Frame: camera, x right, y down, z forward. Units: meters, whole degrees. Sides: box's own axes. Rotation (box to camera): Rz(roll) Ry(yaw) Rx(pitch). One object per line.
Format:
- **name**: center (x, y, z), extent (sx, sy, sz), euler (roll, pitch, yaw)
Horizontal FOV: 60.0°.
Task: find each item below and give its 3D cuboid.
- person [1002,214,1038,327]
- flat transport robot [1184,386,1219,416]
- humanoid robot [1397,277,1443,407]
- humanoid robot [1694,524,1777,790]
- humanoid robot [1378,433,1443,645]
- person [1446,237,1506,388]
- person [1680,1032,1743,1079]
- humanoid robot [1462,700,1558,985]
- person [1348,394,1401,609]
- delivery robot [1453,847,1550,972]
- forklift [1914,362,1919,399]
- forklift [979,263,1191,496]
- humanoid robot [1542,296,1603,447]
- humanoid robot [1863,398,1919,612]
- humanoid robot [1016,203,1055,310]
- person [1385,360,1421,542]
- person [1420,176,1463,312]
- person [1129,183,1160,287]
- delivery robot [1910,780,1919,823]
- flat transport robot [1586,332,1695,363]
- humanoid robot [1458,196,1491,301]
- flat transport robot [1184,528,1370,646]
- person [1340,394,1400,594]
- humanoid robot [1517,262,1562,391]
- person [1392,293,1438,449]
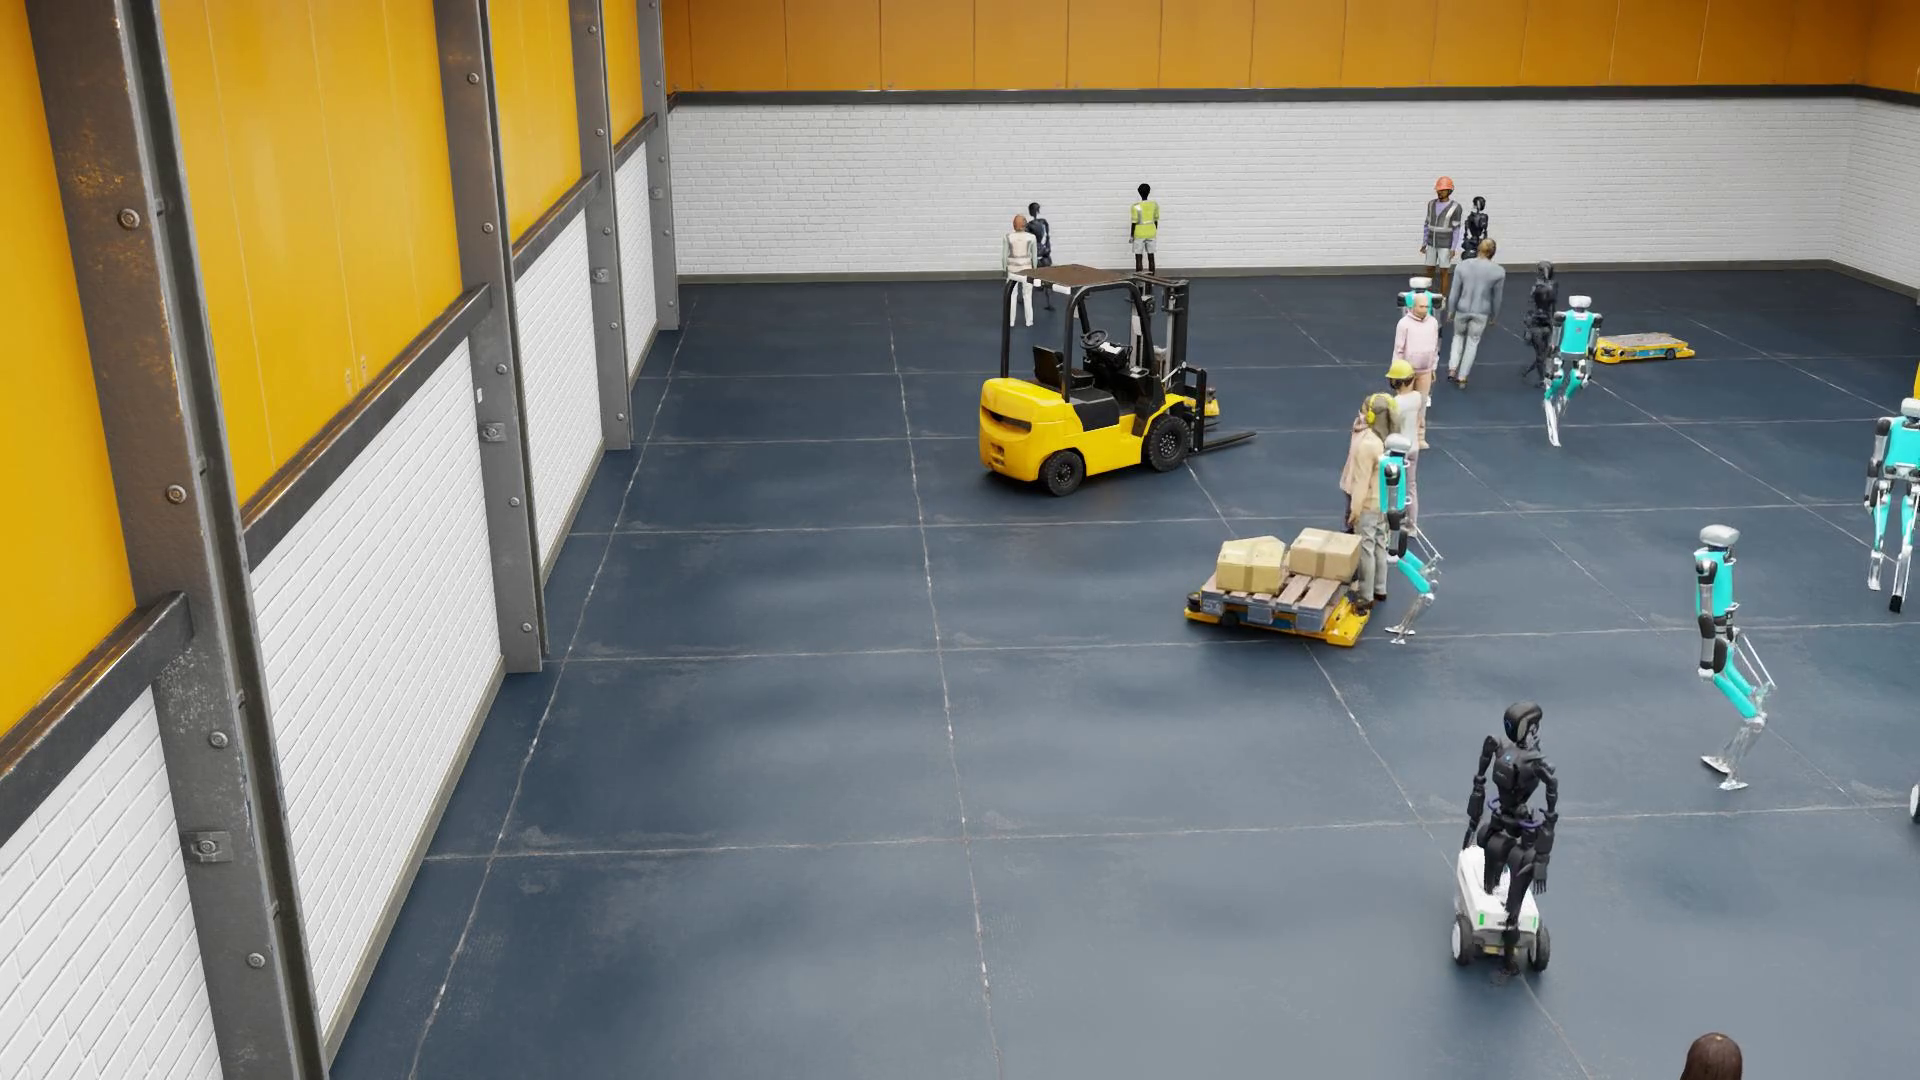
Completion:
- **person**: center (0.874, -3.938, 24.366), extent (0.522, 1.636, 0.309), euler (0, 20, 0)
- **flat transport robot**: center (2.410, -1.690, 20.233), extent (1.431, 0.231, 0.659), euler (1, 20, 3)
- **humanoid robot**: center (5.547, -2.326, 19.913), extent (0.558, 1.766, 1.033), euler (11, 23, 27)
- **humanoid robot**: center (5.305, 0.818, 11.278), extent (0.813, 1.784, 0.591), euler (14, 24, 32)
- **humanoid robot**: center (3.678, 0.012, 13.452), extent (0.699, 1.766, 0.534), euler (4, 21, 12)
- **person**: center (6.534, -2.880, 21.091), extent (0.651, 1.915, 0.462), euler (8, 22, 22)
- **person**: center (2.709, 2.645, 6.253), extent (0.470, 1.764, 0.365), euler (12, 23, 30)
- **humanoid robot**: center (3.035, 1.636, 9.145), extent (0.342, 1.648, 0.589), euler (-12, 24, -30)
- **person**: center (3.532, -0.330, 14.214), extent (0.390, 1.870, 0.561), euler (16, 26, 37)
- **delivery robot**: center (3.070, 2.093, 9.525), extent (0.499, 0.604, 0.806), euler (2, 20, 6)
- **forklift**: center (12.602, -2.435, 19.475), extent (2.313, 2.155, 1.214), euler (-1, 20, -4)
- **forklift**: center (1.315, -1.764, 17.646), extent (2.313, 2.155, 1.214), euler (-14, 24, -33)
- **humanoid robot**: center (6.806, -1.900, 18.787), extent (0.544, 1.859, 0.831), euler (2, 20, 4)
- **humanoid robot**: center (8.061, -0.265, 14.251), extent (0.541, 1.787, 0.913), euler (8, 22, 21)
- **humanoid robot**: center (1.164, -4.369, 25.528), extent (0.604, 1.618, 0.749), euler (-19, 27, -41)
- **person**: center (4.155, -0.844, 15.780), extent (0.533, 1.755, 0.380), euler (-17, 26, -38)
- **person**: center (7.298, -4.507, 25.336), extent (0.374, 2.045, 0.604), euler (-16, 26, -38)
- **person**: center (2.984, -4.932, 26.988), extent (0.531, 1.696, 0.322), euler (-8, 22, -22)
- **delivery robot**: center (6.399, 1.698, 10.574), extent (0.499, 0.587, 0.769), euler (8, 21, 20)
- **flat transport robot**: center (9.260, -2.628, 22.787), extent (1.431, 0.231, 0.659), euler (-6, 21, -16)
- **humanoid robot**: center (8.004, -4.494, 25.816), extent (0.596, 1.650, 0.369), euler (-14, 25, -34)
- **flat transport robot**: center (2.675, 0.587, 14.029), extent (1.431, 0.231, 0.659), euler (9, 22, 24)
- **person**: center (3.529, -0.428, 14.545), extent (0.427, 1.828, 0.857), euler (2, 20, 5)
- **humanoid robot**: center (7.319, -2.723, 21.077), extent (0.628, 1.646, 0.610), euler (-15, 25, -35)
- **person**: center (5.068, -1.890, 18.596), extent (0.537, 1.774, 0.417), euler (-4, 21, -11)
